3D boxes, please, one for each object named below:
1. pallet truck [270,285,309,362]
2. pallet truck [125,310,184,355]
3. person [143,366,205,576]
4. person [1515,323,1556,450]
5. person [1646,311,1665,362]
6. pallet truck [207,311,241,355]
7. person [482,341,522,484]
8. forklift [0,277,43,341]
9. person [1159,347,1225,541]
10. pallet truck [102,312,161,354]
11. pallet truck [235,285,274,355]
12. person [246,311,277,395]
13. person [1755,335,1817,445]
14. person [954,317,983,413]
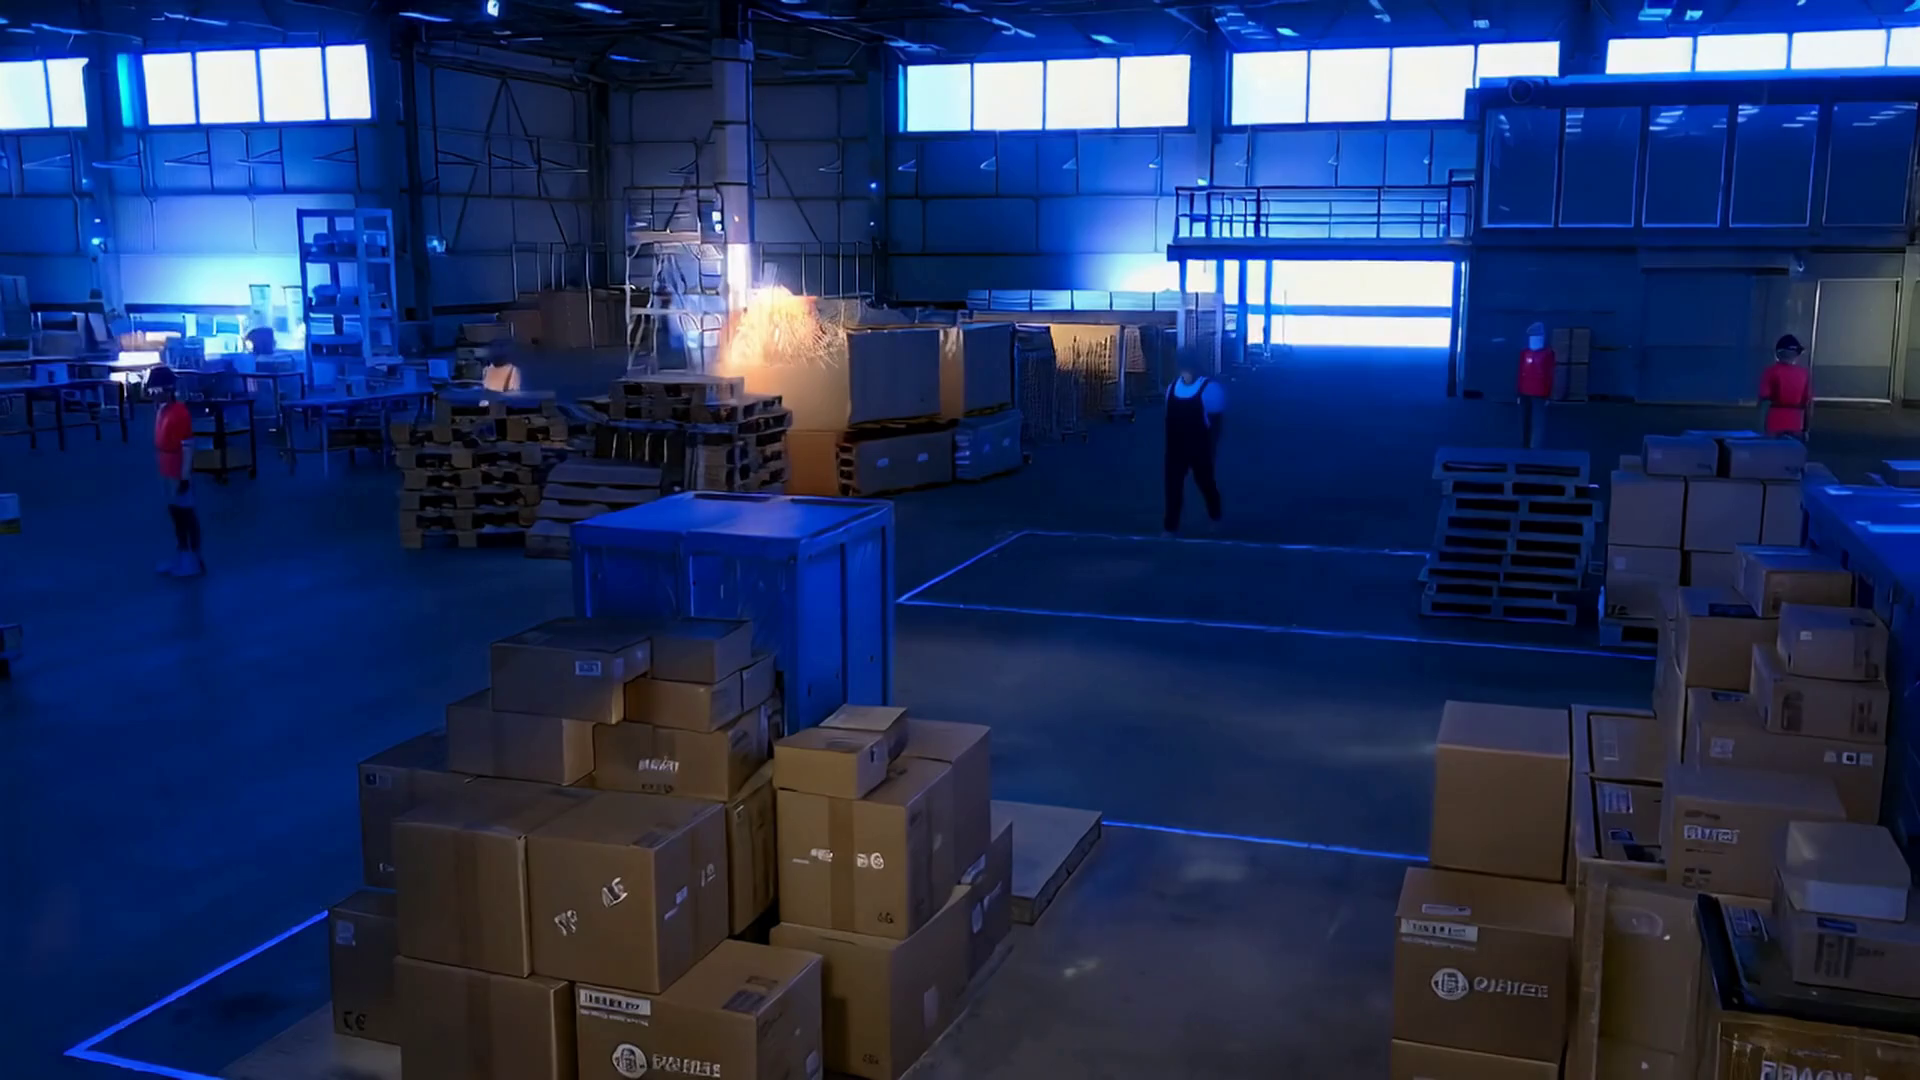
[{"bbox_3d":[-17.147,-5.700,43.663,0.823,1.965,1.885,3,11,17],"label":"pallet truck"},{"bbox_3d":[-22.038,-5.665,45.457,0.704,1.261,1.522,3,11,17],"label":"pallet truck"},{"bbox_3d":[-7.251,-0.637,15.315,0.378,1.936,0.548,-10,14,-44],"label":"person"},{"bbox_3d":[8.150,-2.109,23.632,0.362,1.928,0.593,-7,12,-35],"label":"person"},{"bbox_3d":[17.624,-5.324,41.901,0.647,1.863,0.943,-8,13,-37],"label":"person"},{"bbox_3d":[-19.537,-5.575,44.913,0.653,1.274,1.630,3,11,19],"label":"pallet truck"},{"bbox_3d":[-5.672,-1.508,20.451,0.605,1.850,0.808,4,11,19],"label":"person"},{"bbox_3d":[-27.151,-6.329,46.328,1.157,1.987,2.680,3,11,17],"label":"forklift"},{"bbox_3d":[2.434,-1.035,17.270,0.677,2.000,0.945,7,12,34],"label":"person"},{"bbox_3d":[-23.057,-5.777,46.261,0.680,1.201,1.601,3,11,19],"label":"pallet truck"},{"bbox_3d":[-18.327,-5.835,44.421,0.823,1.965,1.885,4,11,23],"label":"pallet truck"},{"bbox_3d":[-12.576,-3.200,29.990,0.537,1.853,0.445,-5,11,-27],"label":"person"},{"bbox_3d":[9.250,-1.286,18.702,0.605,2.034,0.388,1,10,6],"label":"person"},{"bbox_3d":[0.157,-3.133,29.949,0.527,1.740,0.771,0,10,1],"label":"person"}]
